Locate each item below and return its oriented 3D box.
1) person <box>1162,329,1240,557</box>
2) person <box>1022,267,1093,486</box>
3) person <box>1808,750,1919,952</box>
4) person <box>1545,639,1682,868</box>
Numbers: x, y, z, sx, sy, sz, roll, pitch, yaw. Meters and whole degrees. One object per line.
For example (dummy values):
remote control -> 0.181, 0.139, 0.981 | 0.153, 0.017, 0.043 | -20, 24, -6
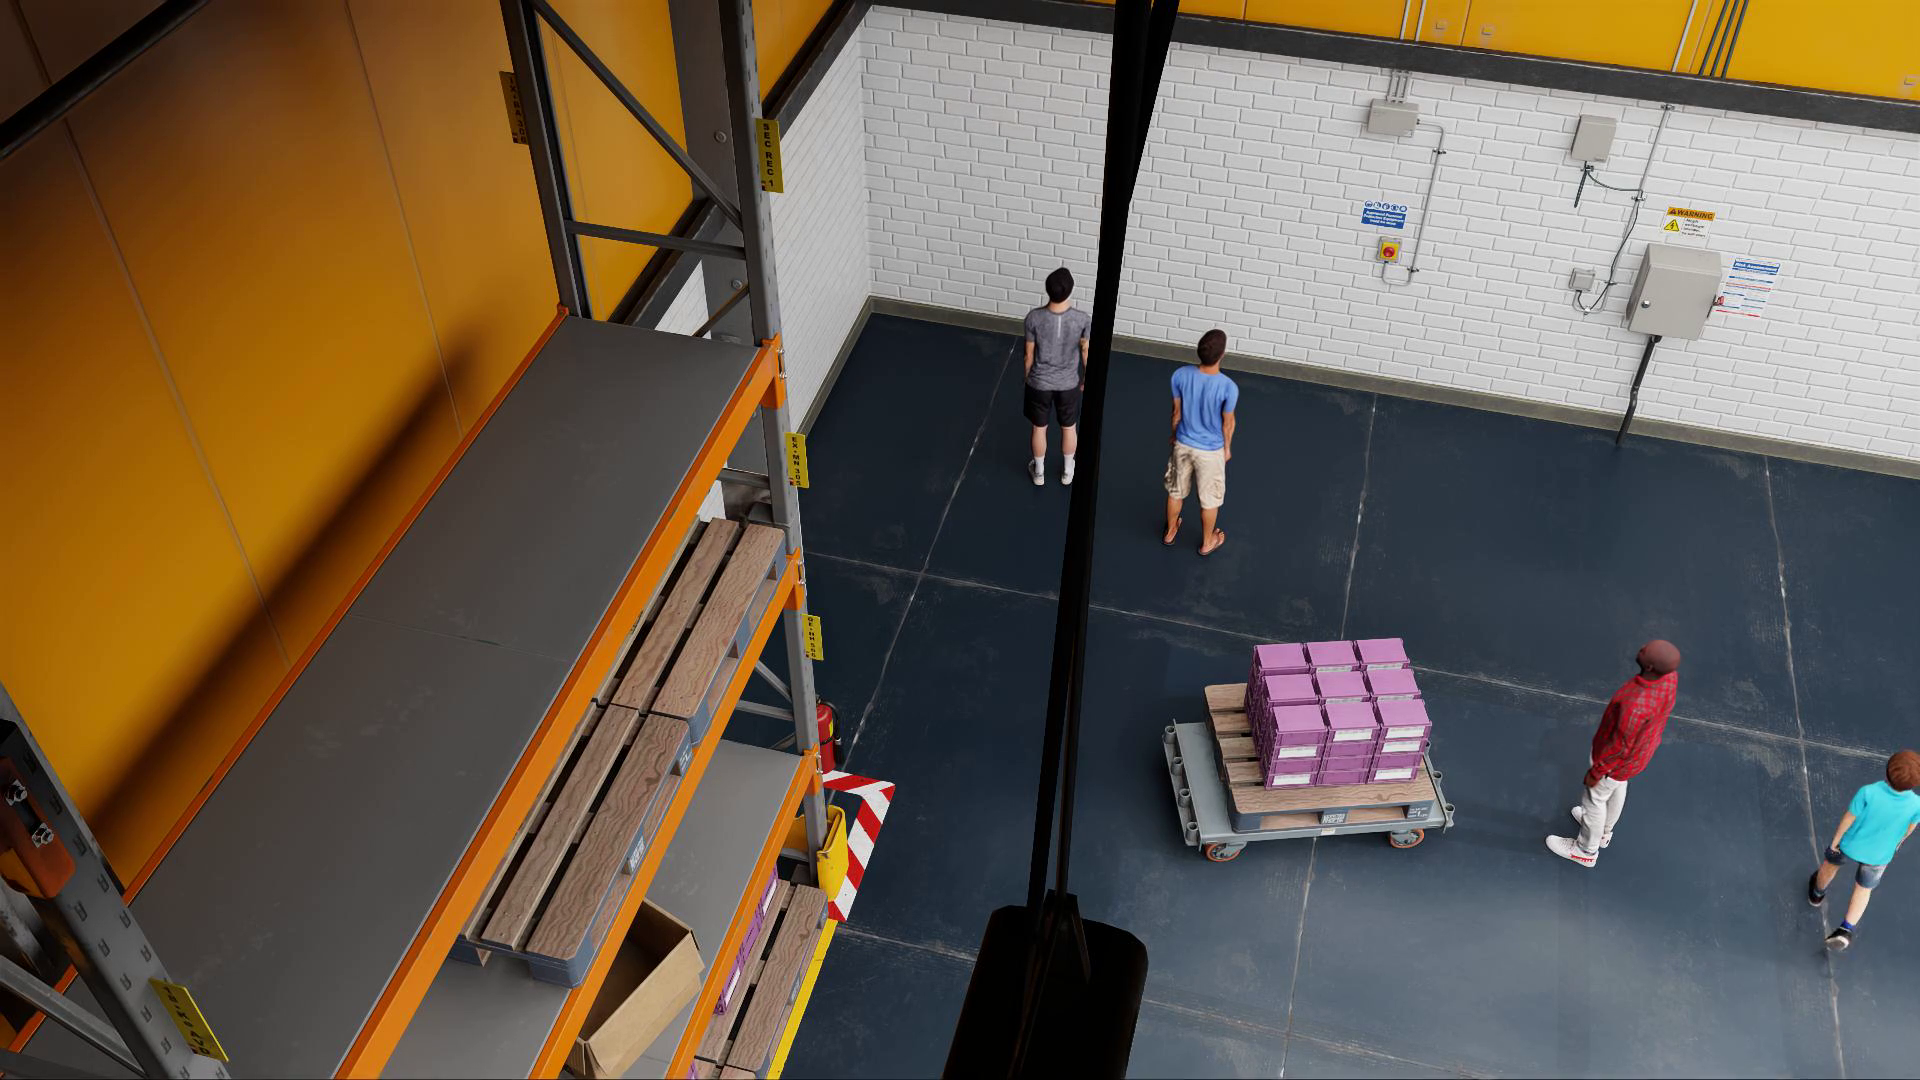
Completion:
person -> 1.674, -0.673, 11.634 | 0.706, 1.863, 0.651 | 20, 47, 20
person -> 0.686, -1.175, 12.155 | 0.709, 1.871, 0.629 | 0, 44, 0
person -> 5.128, 1.756, 9.395 | 0.617, 1.434, 0.887 | 18, 46, 18
person -> 3.854, 1.224, 9.675 | 0.695, 1.819, 0.814 | -33, 53, -30
